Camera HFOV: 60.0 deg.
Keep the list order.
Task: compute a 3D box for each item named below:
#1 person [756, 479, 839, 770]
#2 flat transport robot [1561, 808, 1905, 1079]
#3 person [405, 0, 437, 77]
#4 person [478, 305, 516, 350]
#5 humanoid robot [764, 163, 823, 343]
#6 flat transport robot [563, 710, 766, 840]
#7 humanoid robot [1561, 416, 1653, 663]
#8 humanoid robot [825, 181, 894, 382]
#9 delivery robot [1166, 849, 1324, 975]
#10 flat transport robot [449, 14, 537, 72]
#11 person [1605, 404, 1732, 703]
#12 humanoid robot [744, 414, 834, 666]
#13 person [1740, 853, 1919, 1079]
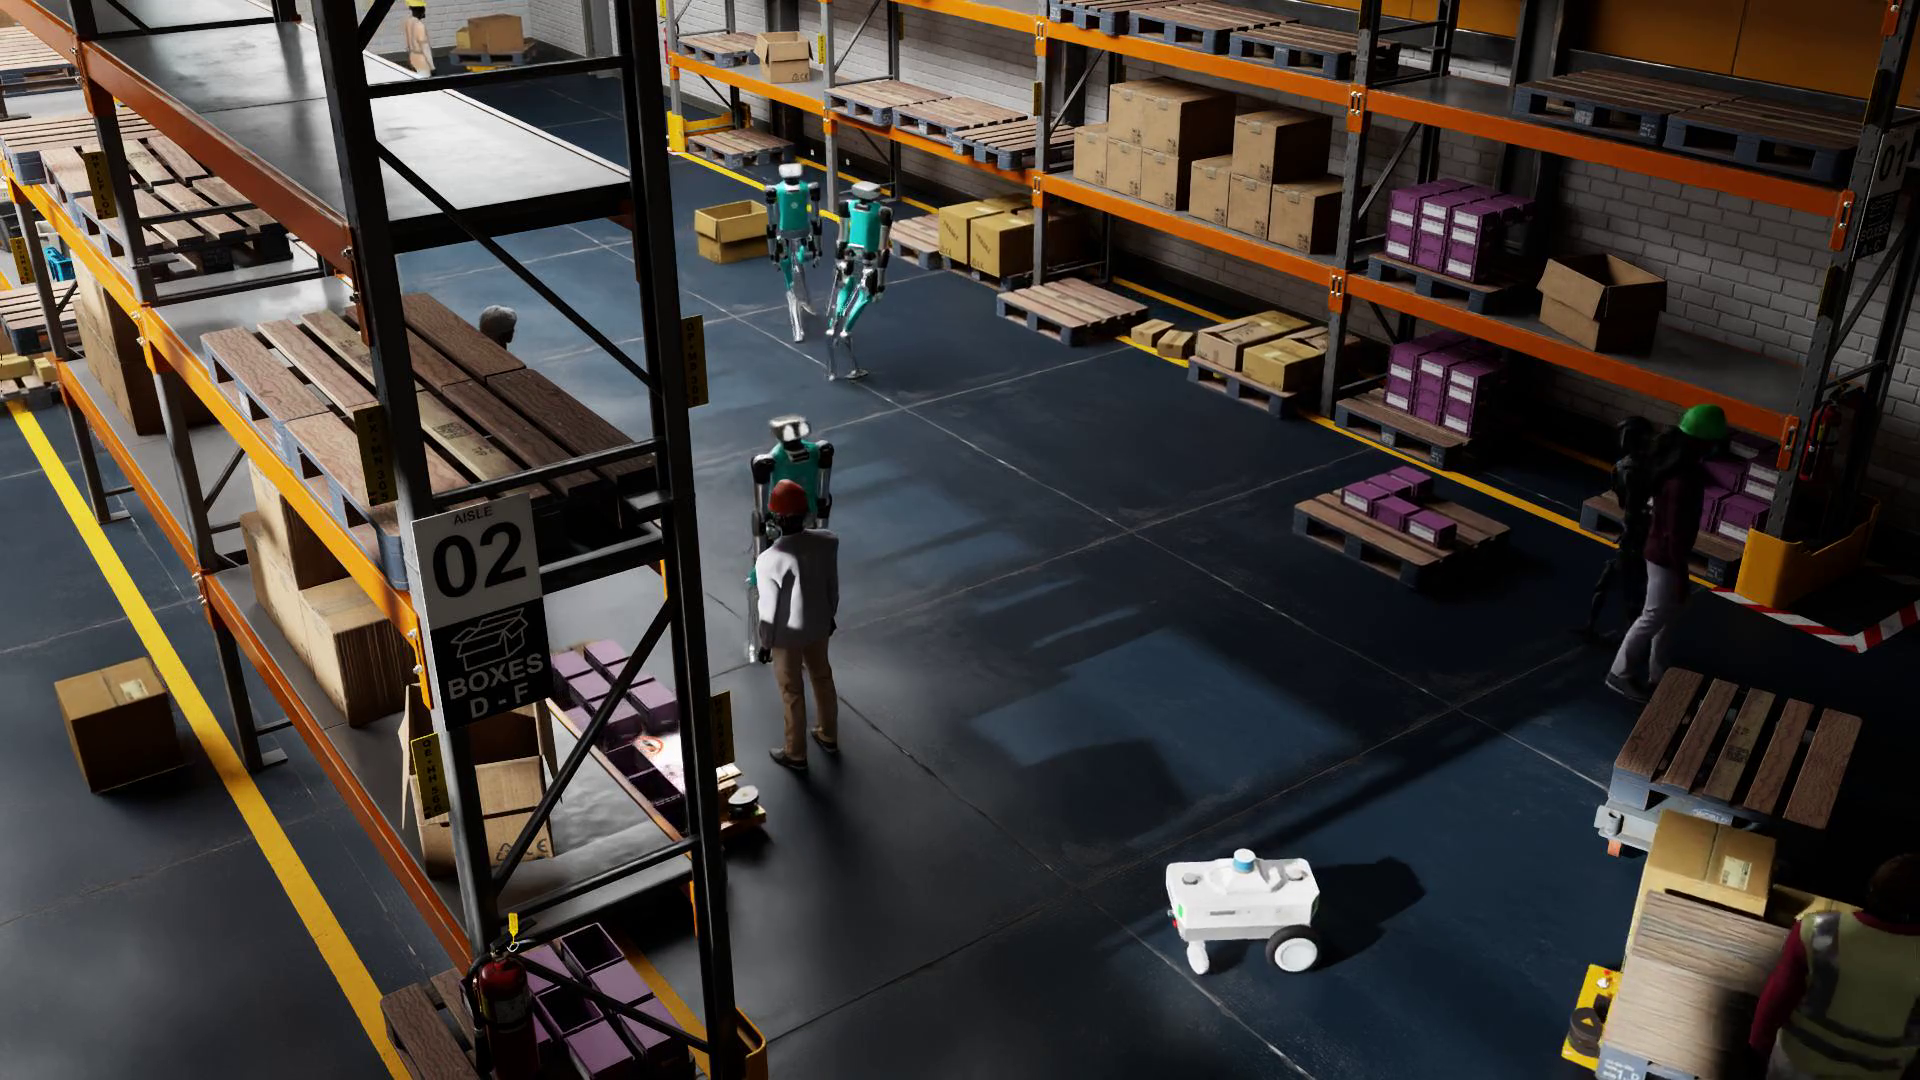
[{"bbox_3d":[-0.928,0.472,9.394,0.342,1.748,0.571,24,35,39],"label":"person"},{"bbox_3d":[3.492,2.300,7.412,1.431,0.231,0.659,14,30,26],"label":"flat transport robot"},{"bbox_3d":[-7.726,-6.822,23.750,0.836,1.898,0.588,-13,29,-24],"label":"person"},{"bbox_3d":[-3.166,-0.764,11.751,0.506,1.847,0.340,23,35,38],"label":"person"},{"bbox_3d":[-1.608,-2.839,16.055,0.536,1.747,1.031,-4,27,-9],"label":"humanoid robot"},{"bbox_3d":[-1.734,1.299,9.403,0.659,0.231,1.431,-18,32,-31],"label":"flat transport robot"},{"bbox_3d":[4.210,0.000,10.454,0.692,1.636,0.609,11,29,21],"label":"humanoid robot"},{"bbox_3d":[-0.963,-2.232,14.822,0.573,1.796,0.804,11,29,21],"label":"humanoid robot"},{"bbox_3d":[1.403,1.791,8.121,0.779,0.608,0.525,-1,27,-3],"label":"delivery robot"},{"bbox_3d":[-7.711,-7.877,27.656,0.659,0.231,1.431,0,27,1],"label":"flat transport robot"},{"bbox_3d":[4.277,0.101,9.931,0.553,1.937,0.528,10,28,19],"label":"person"},{"bbox_3d":[-1.137,-0.005,10.382,0.535,1.794,0.734,-17,31,-30],"label":"humanoid robot"},{"bbox_3d":[3.355,1.983,6.341,0.676,1.809,0.780,10,28,19],"label":"person"}]
